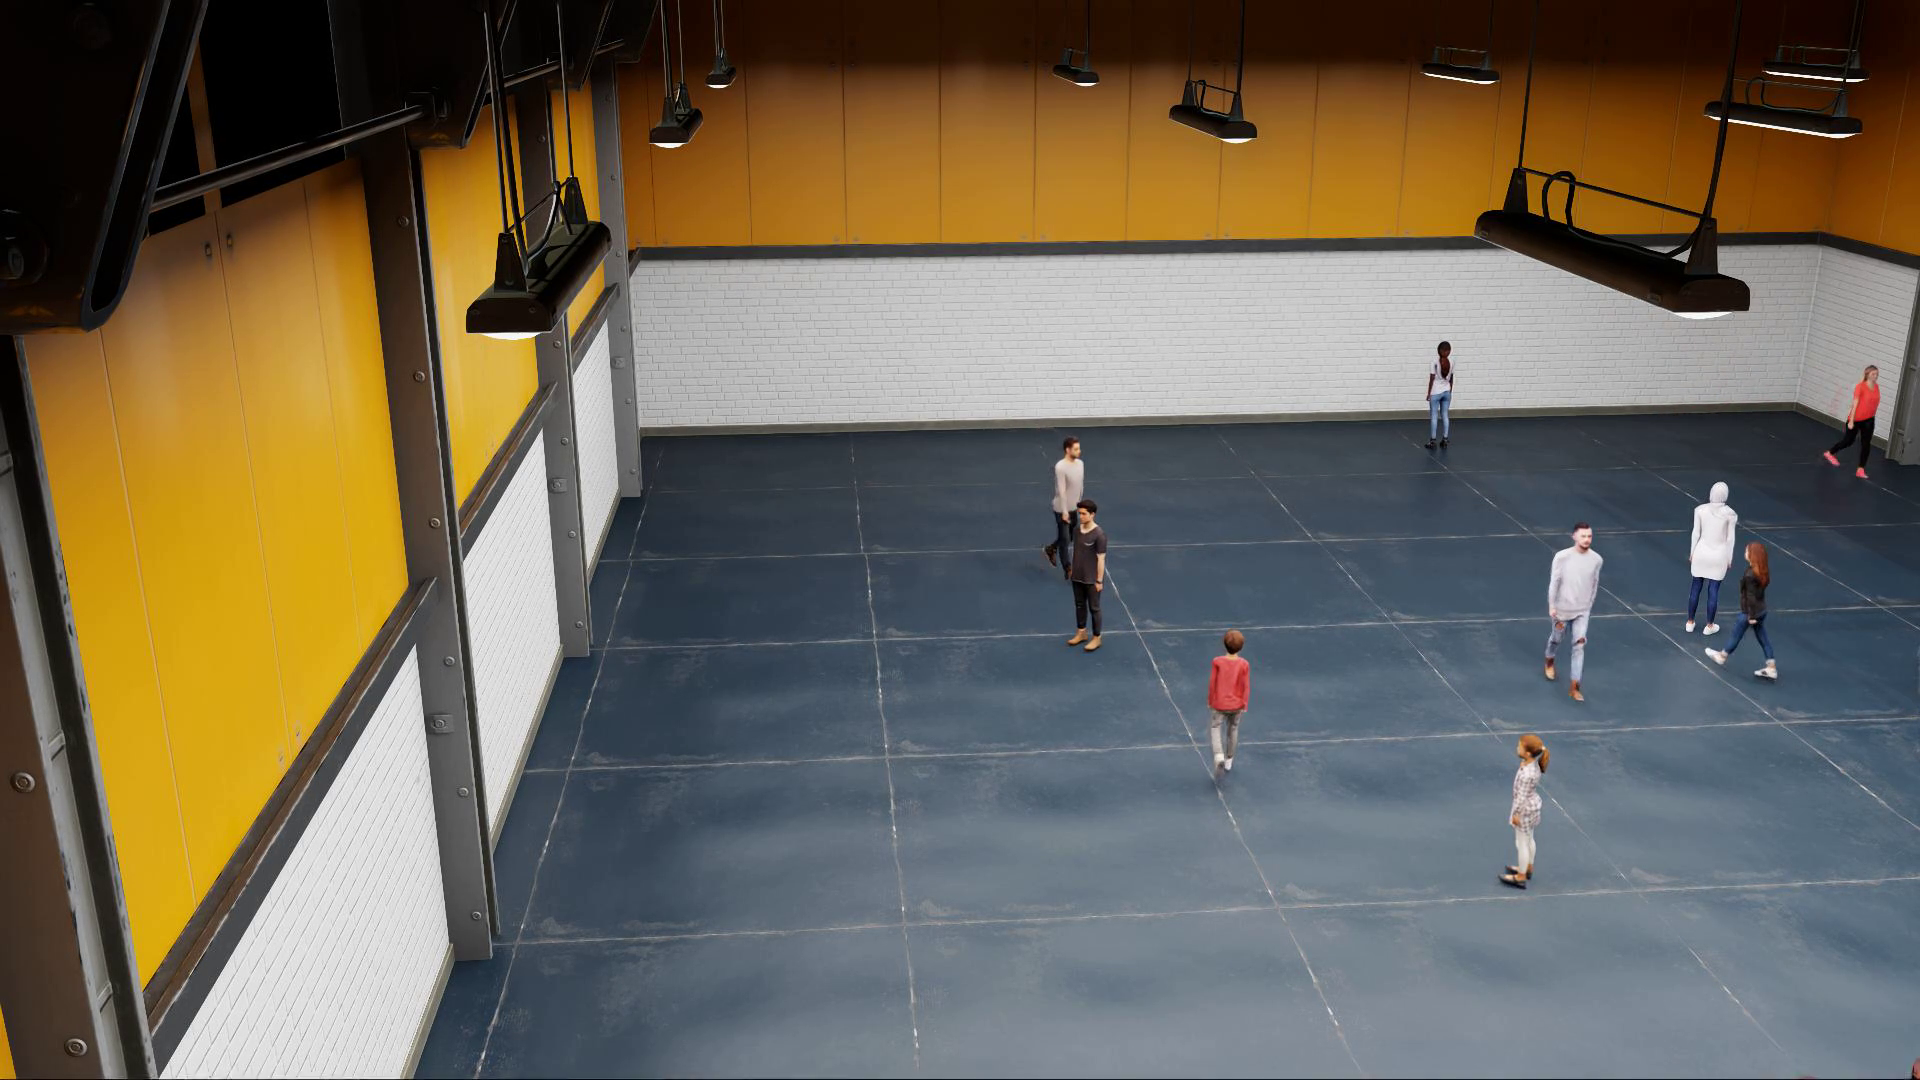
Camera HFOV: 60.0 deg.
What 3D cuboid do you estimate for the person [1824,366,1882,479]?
[{"bbox_3d":[13.363,-1.785,24.802,0.681,1.665,1.068,-6,19,-17],"label":"person"}]

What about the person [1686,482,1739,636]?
[{"bbox_3d":[8.455,0.198,18.740,0.686,1.775,0.731,13,23,34],"label":"person"}]

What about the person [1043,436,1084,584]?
[{"bbox_3d":[1.244,-0.392,20.381,1.052,1.847,0.957,17,25,42],"label":"person"}]

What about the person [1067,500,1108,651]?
[{"bbox_3d":[1.413,0.361,18.357,0.753,1.711,0.662,-15,24,-38],"label":"person"}]

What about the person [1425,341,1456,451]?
[{"bbox_3d":[7.573,-2.291,26.219,0.605,1.719,0.556,-4,19,-12],"label":"person"}]

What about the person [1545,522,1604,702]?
[{"bbox_3d":[6.306,0.678,17.274,0.839,1.802,1.223,2,19,5],"label":"person"}]

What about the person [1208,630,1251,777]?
[{"bbox_3d":[2.472,1.524,15.387,0.601,1.403,0.798,2,19,5],"label":"person"}]

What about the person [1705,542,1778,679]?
[{"bbox_3d":[8.446,0.774,17.556,0.927,1.439,1.077,-15,24,-38],"label":"person"}]

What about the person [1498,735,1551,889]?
[{"bbox_3d":[4.626,2.192,13.550,0.660,1.309,0.582,11,22,30],"label":"person"}]
